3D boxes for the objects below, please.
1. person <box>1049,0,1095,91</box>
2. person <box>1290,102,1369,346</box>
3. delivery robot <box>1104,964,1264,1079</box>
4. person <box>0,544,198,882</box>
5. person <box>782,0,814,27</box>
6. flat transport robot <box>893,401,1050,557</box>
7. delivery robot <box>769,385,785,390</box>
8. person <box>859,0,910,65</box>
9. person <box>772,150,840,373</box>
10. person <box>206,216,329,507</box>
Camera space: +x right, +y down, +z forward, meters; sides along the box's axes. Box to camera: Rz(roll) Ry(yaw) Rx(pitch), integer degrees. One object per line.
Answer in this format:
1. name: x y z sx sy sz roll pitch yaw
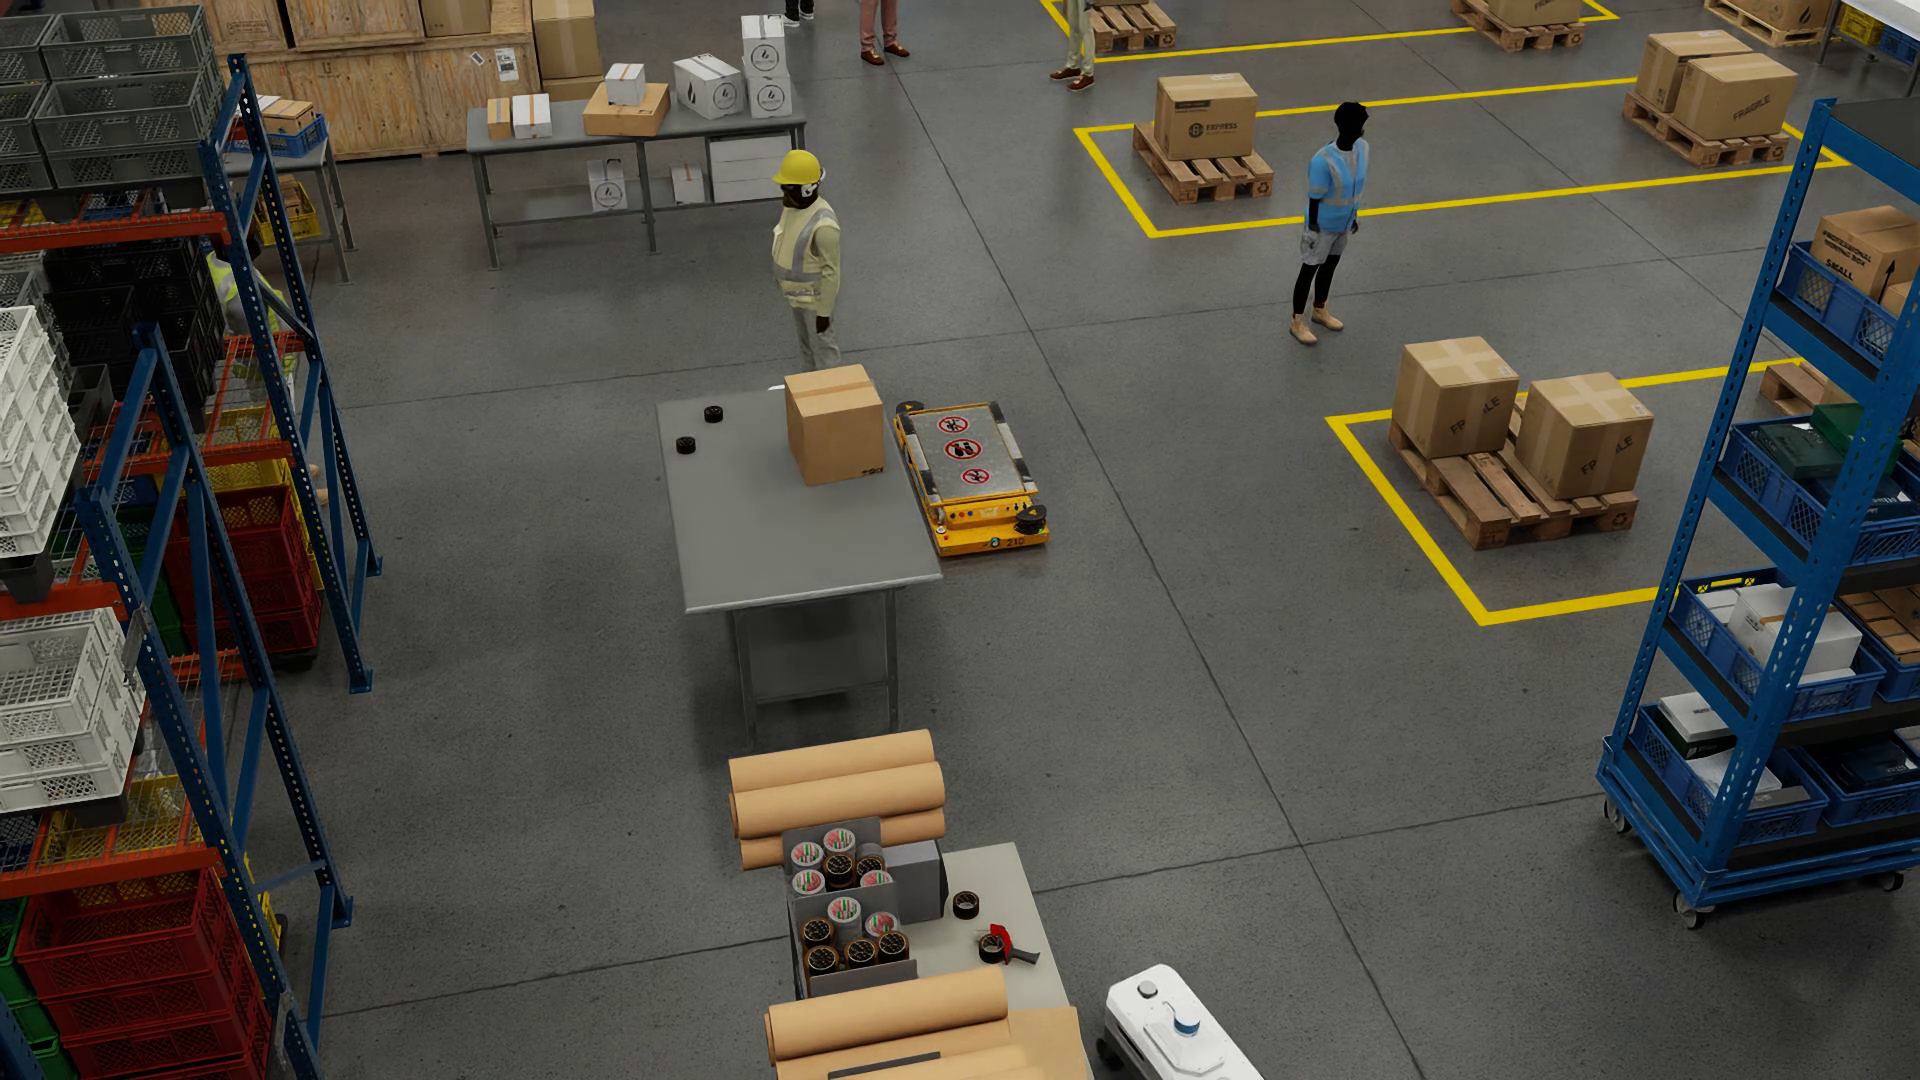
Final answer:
1. person: 1.066 -4.978 14.898 0.331 1.863 0.513 -16 40 -20
2. person: 2.512 -2.154 11.236 0.535 1.699 0.322 -26 44 -30
3. delivery robot: 0.873 2.010 6.517 0.477 0.478 0.707 -18 40 -23
4. person: -3.790 0.711 7.188 0.627 1.940 0.370 -10 38 -13
5. person: -1.649 -6.006 16.233 0.382 1.918 0.597 22 42 27
6. flat transport robot: 0.046 -0.430 10.108 0.652 0.197 1.431 -8 37 -10
7. delivery robot: -0.950 -0.697 10.155 0.477 0.478 0.707 -11 38 -14
8. person: -0.710 -5.409 15.450 0.644 1.901 0.400 -31 46 -34
9. person: -0.946 -1.553 10.317 0.403 1.835 0.588 -16 40 -21
10. person: -4.011 -1.030 9.611 0.429 1.839 0.634 -23 42 -27
